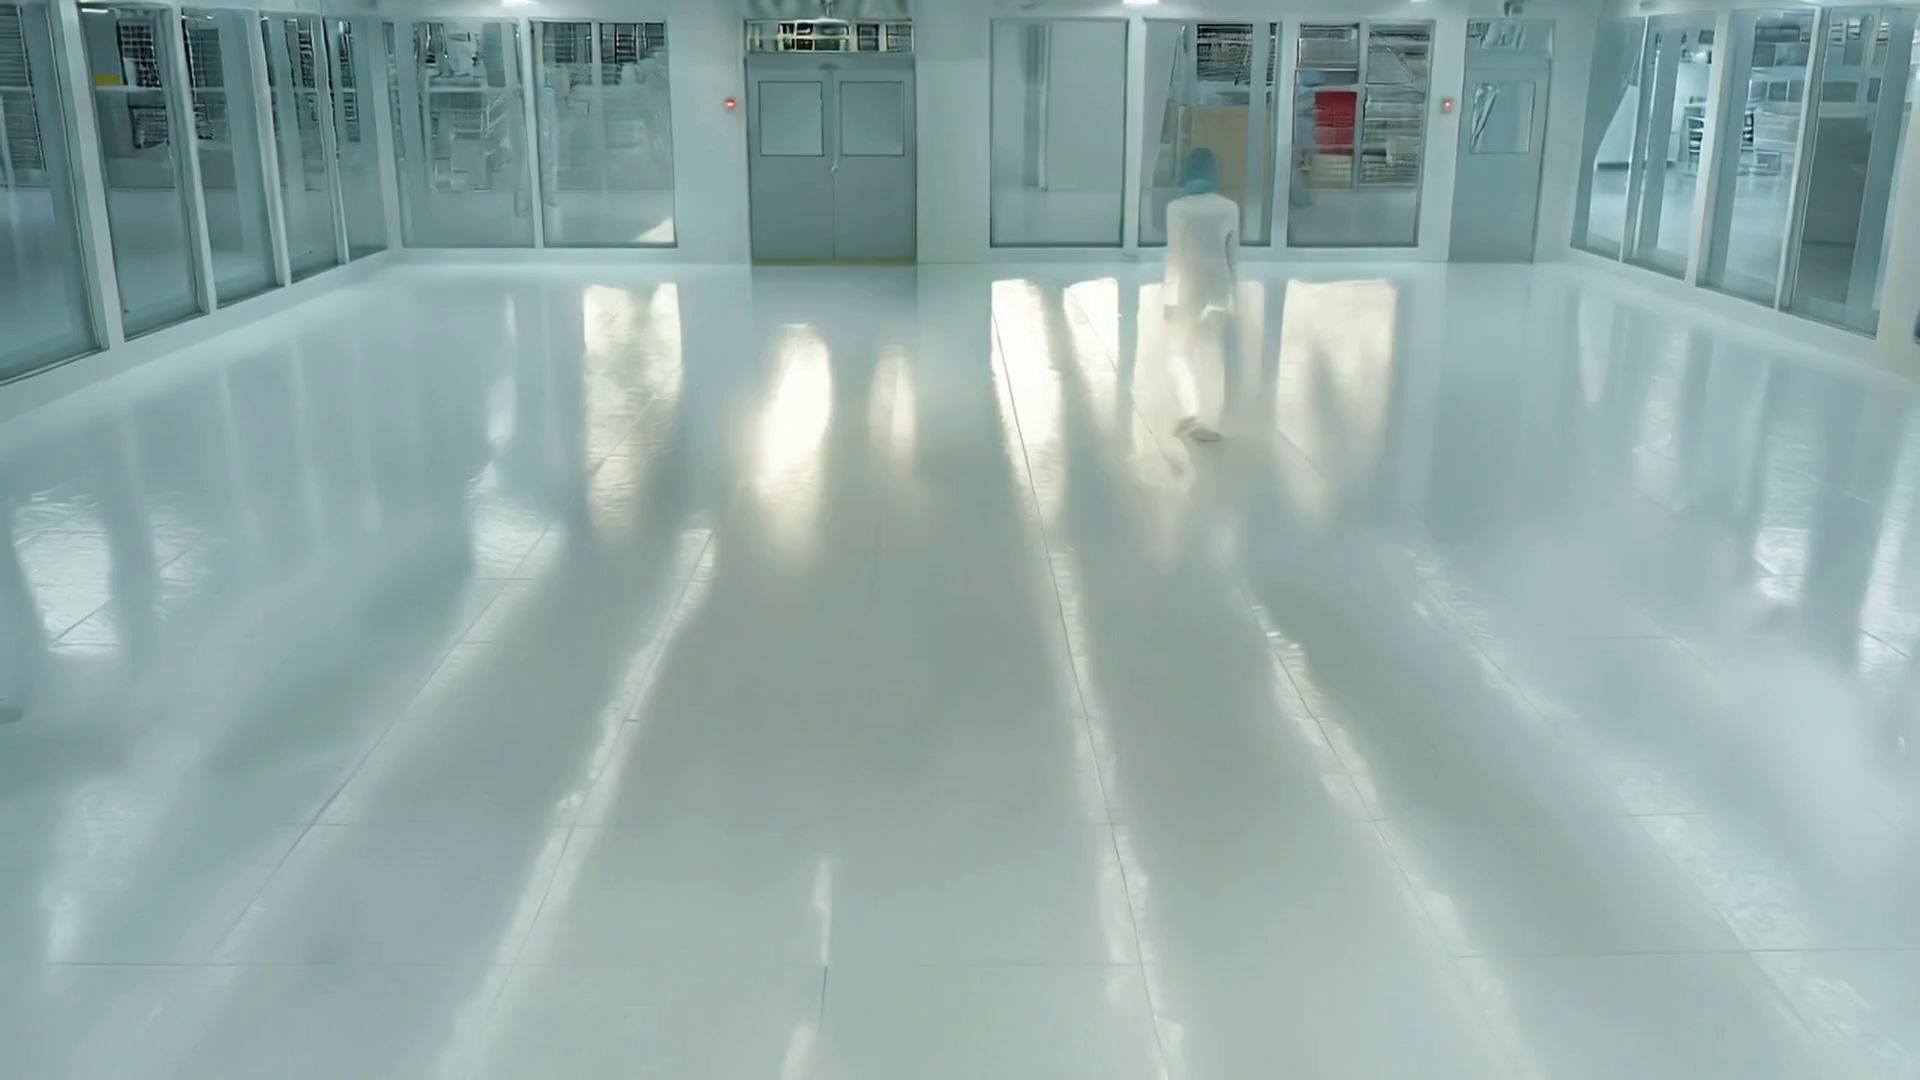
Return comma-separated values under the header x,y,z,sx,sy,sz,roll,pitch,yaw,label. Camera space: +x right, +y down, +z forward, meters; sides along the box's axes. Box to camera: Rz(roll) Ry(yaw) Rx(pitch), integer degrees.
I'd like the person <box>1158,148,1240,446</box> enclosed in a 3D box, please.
x,y,z,sx,sy,sz,roll,pitch,yaw,label
1.318,-1.319,9.107,0.518,1.607,0.394,-8,18,-26,person
